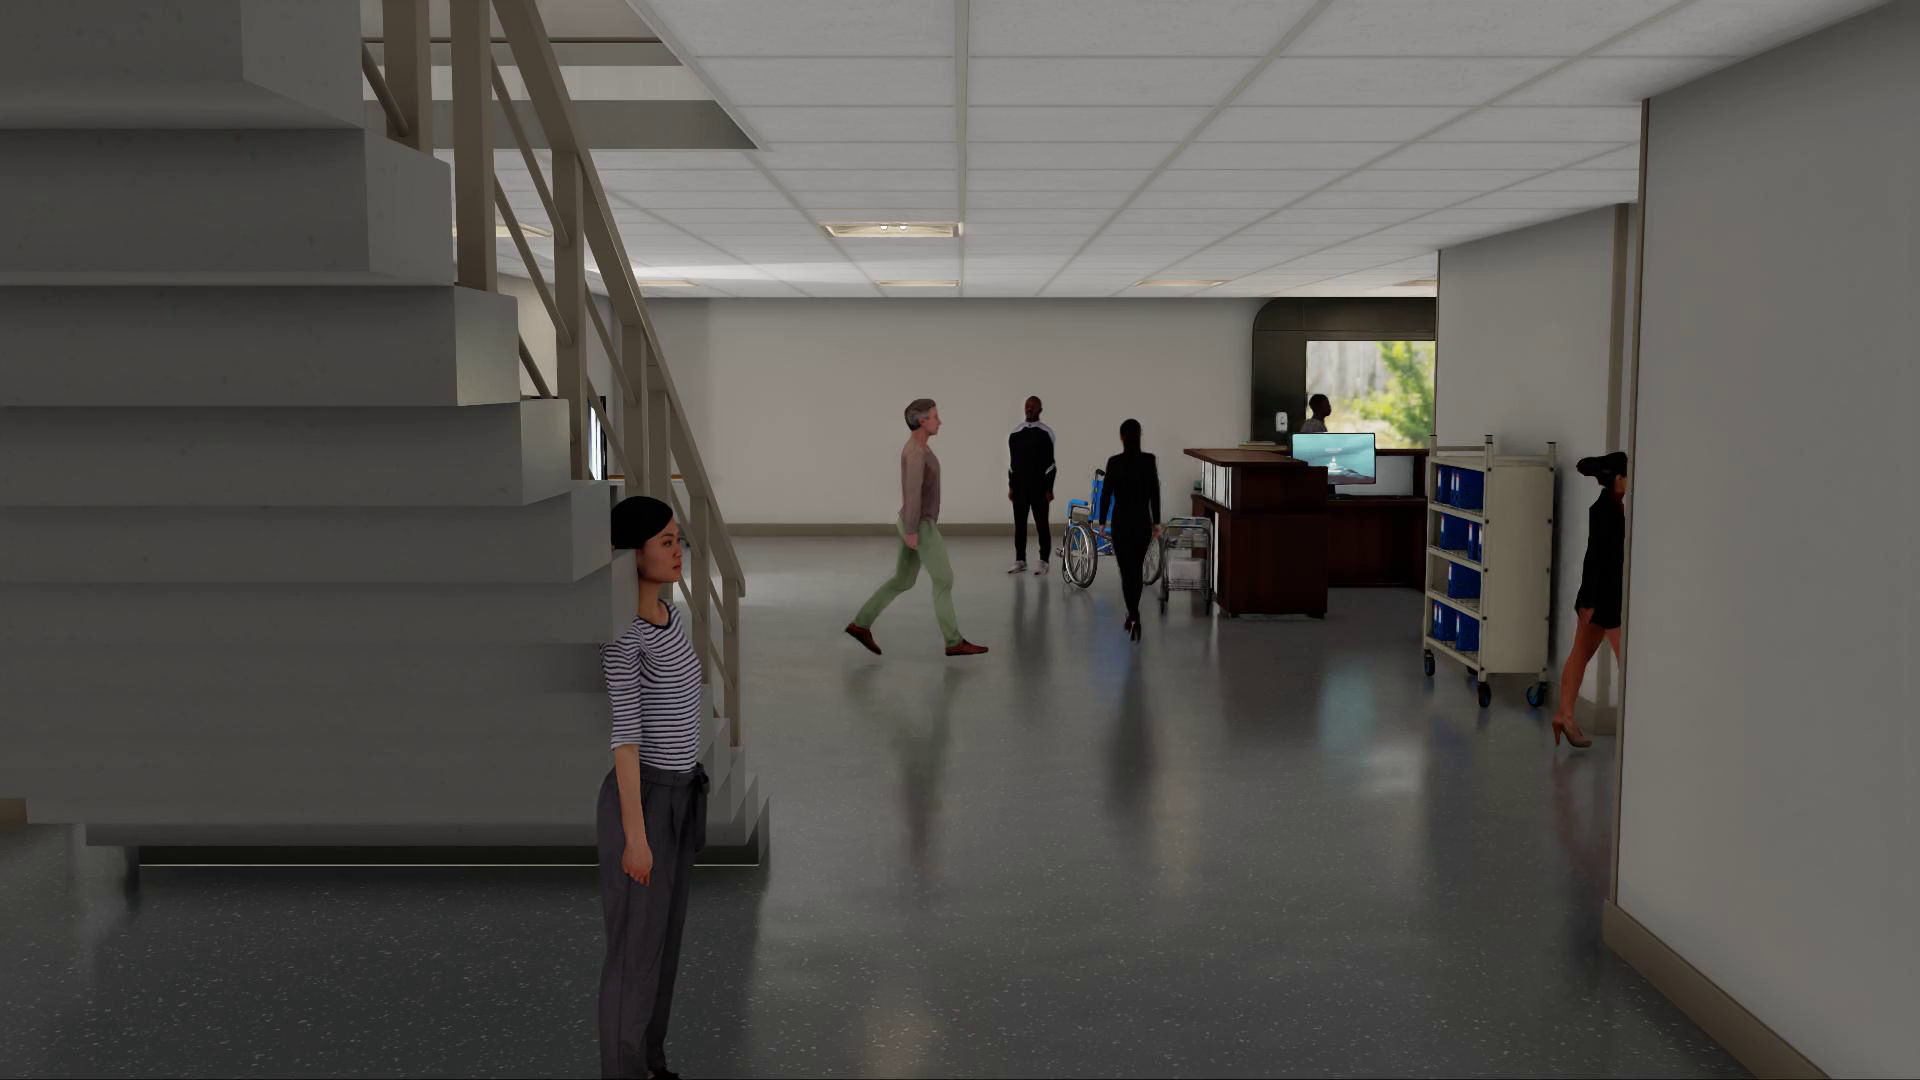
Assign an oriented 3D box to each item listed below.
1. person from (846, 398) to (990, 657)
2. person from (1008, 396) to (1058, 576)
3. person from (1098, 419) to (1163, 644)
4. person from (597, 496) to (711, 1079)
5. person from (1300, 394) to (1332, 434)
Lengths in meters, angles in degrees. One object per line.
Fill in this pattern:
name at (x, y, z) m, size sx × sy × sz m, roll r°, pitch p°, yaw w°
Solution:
person at (-0.385, -0.059, 11.871) m, size 0.770 × 1.846 × 1.185 m, roll 0°, pitch 6°, yaw -3°
person at (0.744, -0.573, 17.096) m, size 0.739 × 1.823 × 0.725 m, roll 3°, pitch 7°, yaw 28°
person at (1.332, -0.061, 12.650) m, size 0.705 × 1.694 × 0.827 m, roll -1°, pitch 6°, yaw -13°
person at (-0.859, 0.740, 4.500) m, size 0.677 × 1.733 × 0.495 m, roll 1°, pitch 6°, yaw 7°
person at (3.636, -0.597, 17.472) m, size 0.996 × 1.795 × 1.215 m, roll -2°, pitch 6°, yaw -17°
